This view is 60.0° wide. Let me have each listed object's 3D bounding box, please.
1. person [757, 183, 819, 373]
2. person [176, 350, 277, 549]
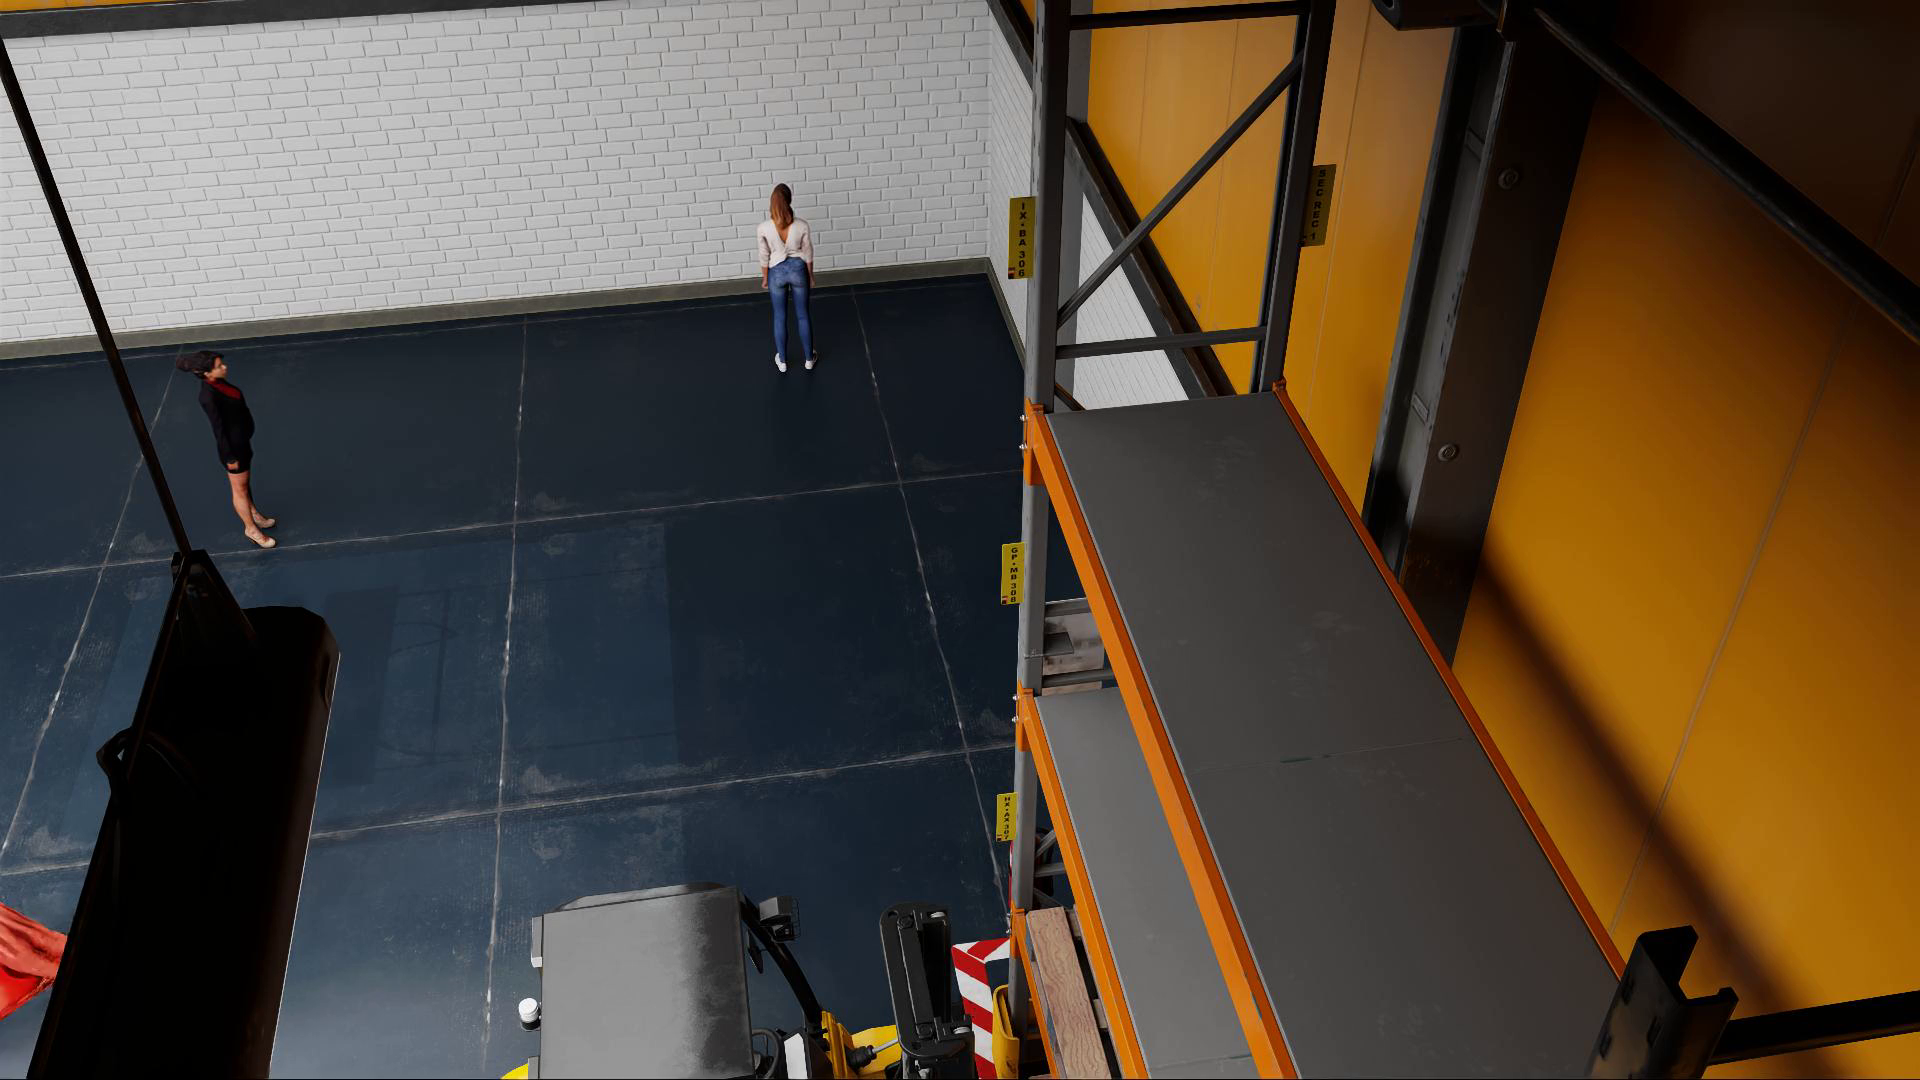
[{"bbox_3d":[-1.447,-2.207,14.024,0.618,1.719,0.537,-4,39,-5],"label":"person"},{"bbox_3d":[-5.315,-0.678,12.174,0.635,1.639,0.564,-10,40,-12],"label":"person"}]
